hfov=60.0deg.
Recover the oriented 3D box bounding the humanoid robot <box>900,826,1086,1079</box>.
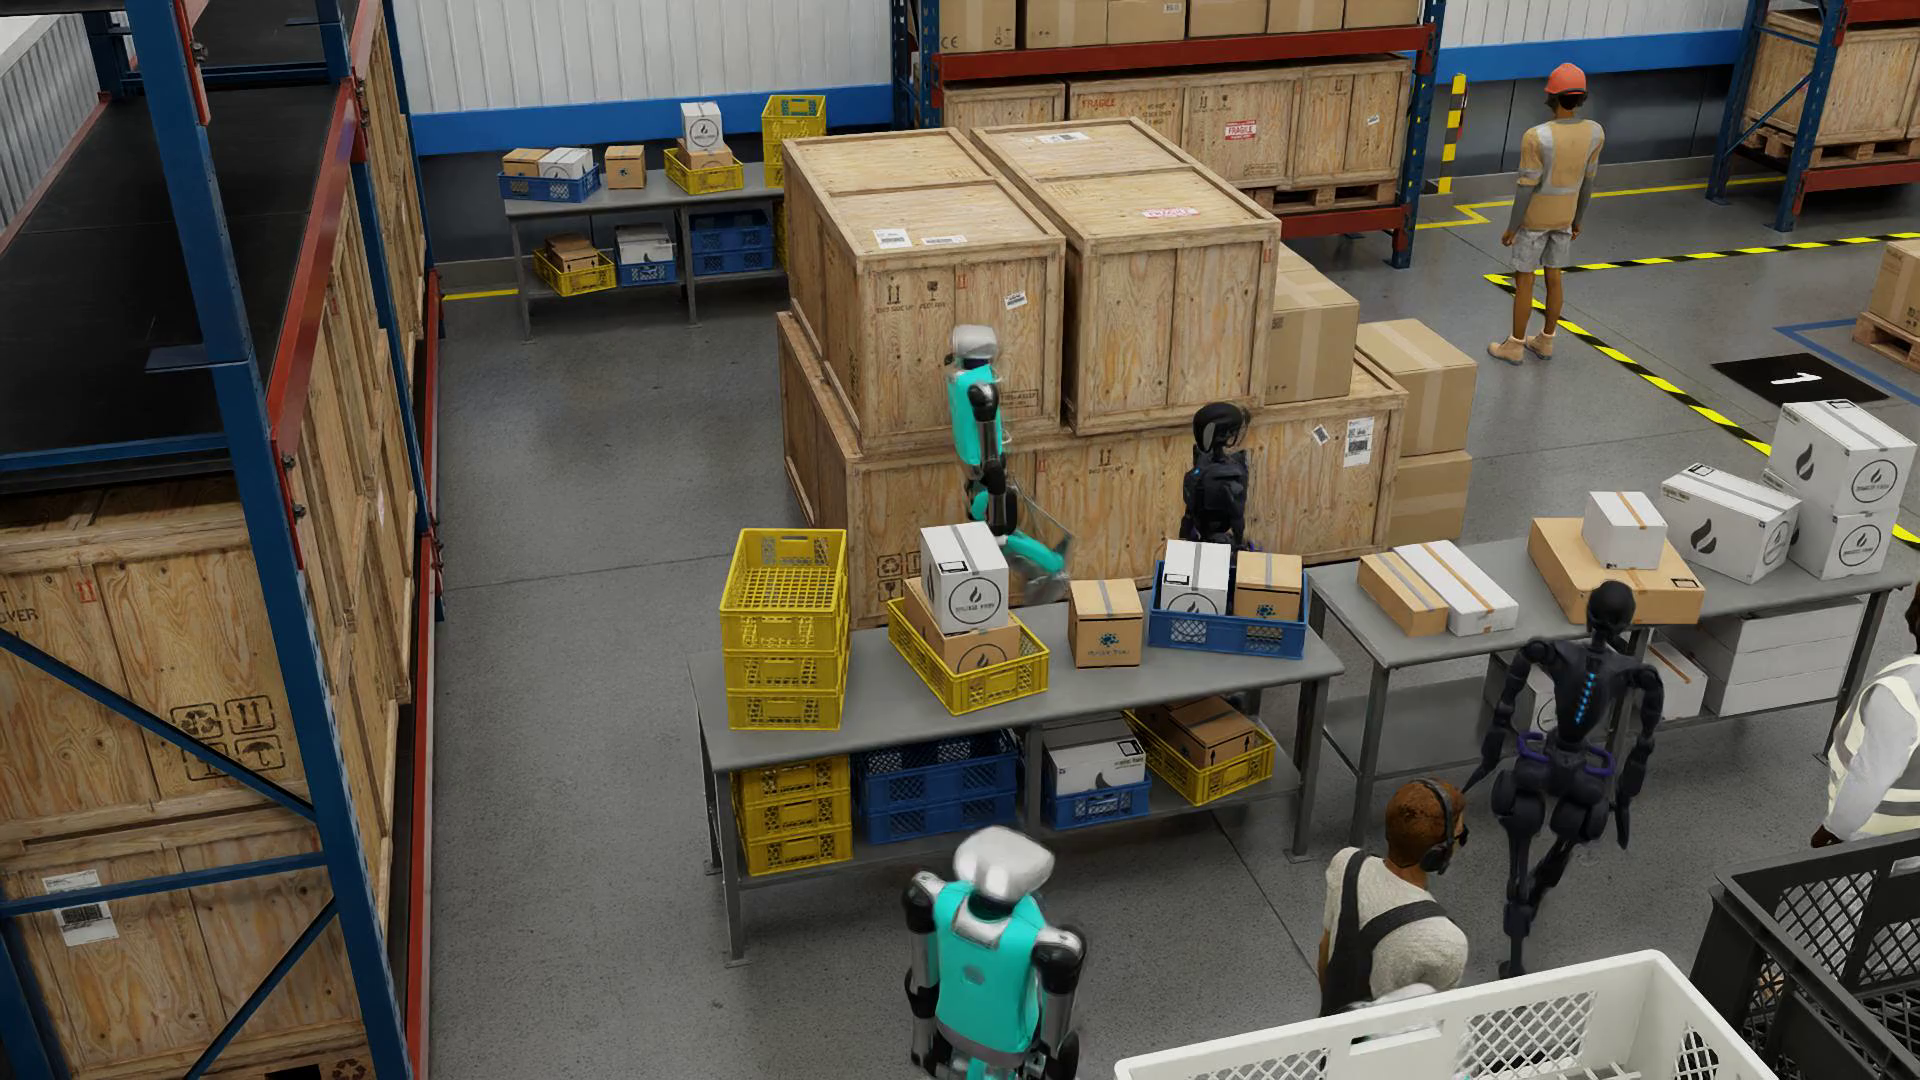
[{"bbox_3d":[0.235,1.459,4.987,0.555,1.812,0.914,16,33,26],"label":"humanoid robot"}]

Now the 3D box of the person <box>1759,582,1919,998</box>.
[{"bbox_3d":[3.237,0.918,5.819,0.621,1.845,0.430,-14,32,-24],"label":"person"}]

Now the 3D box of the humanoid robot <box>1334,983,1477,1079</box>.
[{"bbox_3d":[0.892,1.914,4.171,0.711,1.842,0.552,-14,32,-24],"label":"humanoid robot"}]

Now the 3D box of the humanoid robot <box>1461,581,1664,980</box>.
[{"bbox_3d":[2.176,0.874,6.110,0.617,1.626,0.731,9,30,16],"label":"humanoid robot"}]

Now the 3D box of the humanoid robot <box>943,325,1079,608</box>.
[{"bbox_3d":[0.289,-0.140,7.970,0.744,1.892,0.544,-8,30,-14],"label":"humanoid robot"}]

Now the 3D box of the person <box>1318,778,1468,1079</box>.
[{"bbox_3d":[1.209,1.474,4.830,0.361,1.831,0.500,-14,32,-24],"label":"person"}]

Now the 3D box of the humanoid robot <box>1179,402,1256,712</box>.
[{"bbox_3d":[1.143,0.151,7.377,0.401,1.647,0.595,-7,30,-13],"label":"humanoid robot"}]

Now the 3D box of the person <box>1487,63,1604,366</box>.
[{"bbox_3d":[3.947,-2.181,11.239,0.613,2.040,0.371,-10,30,-17],"label":"person"}]
